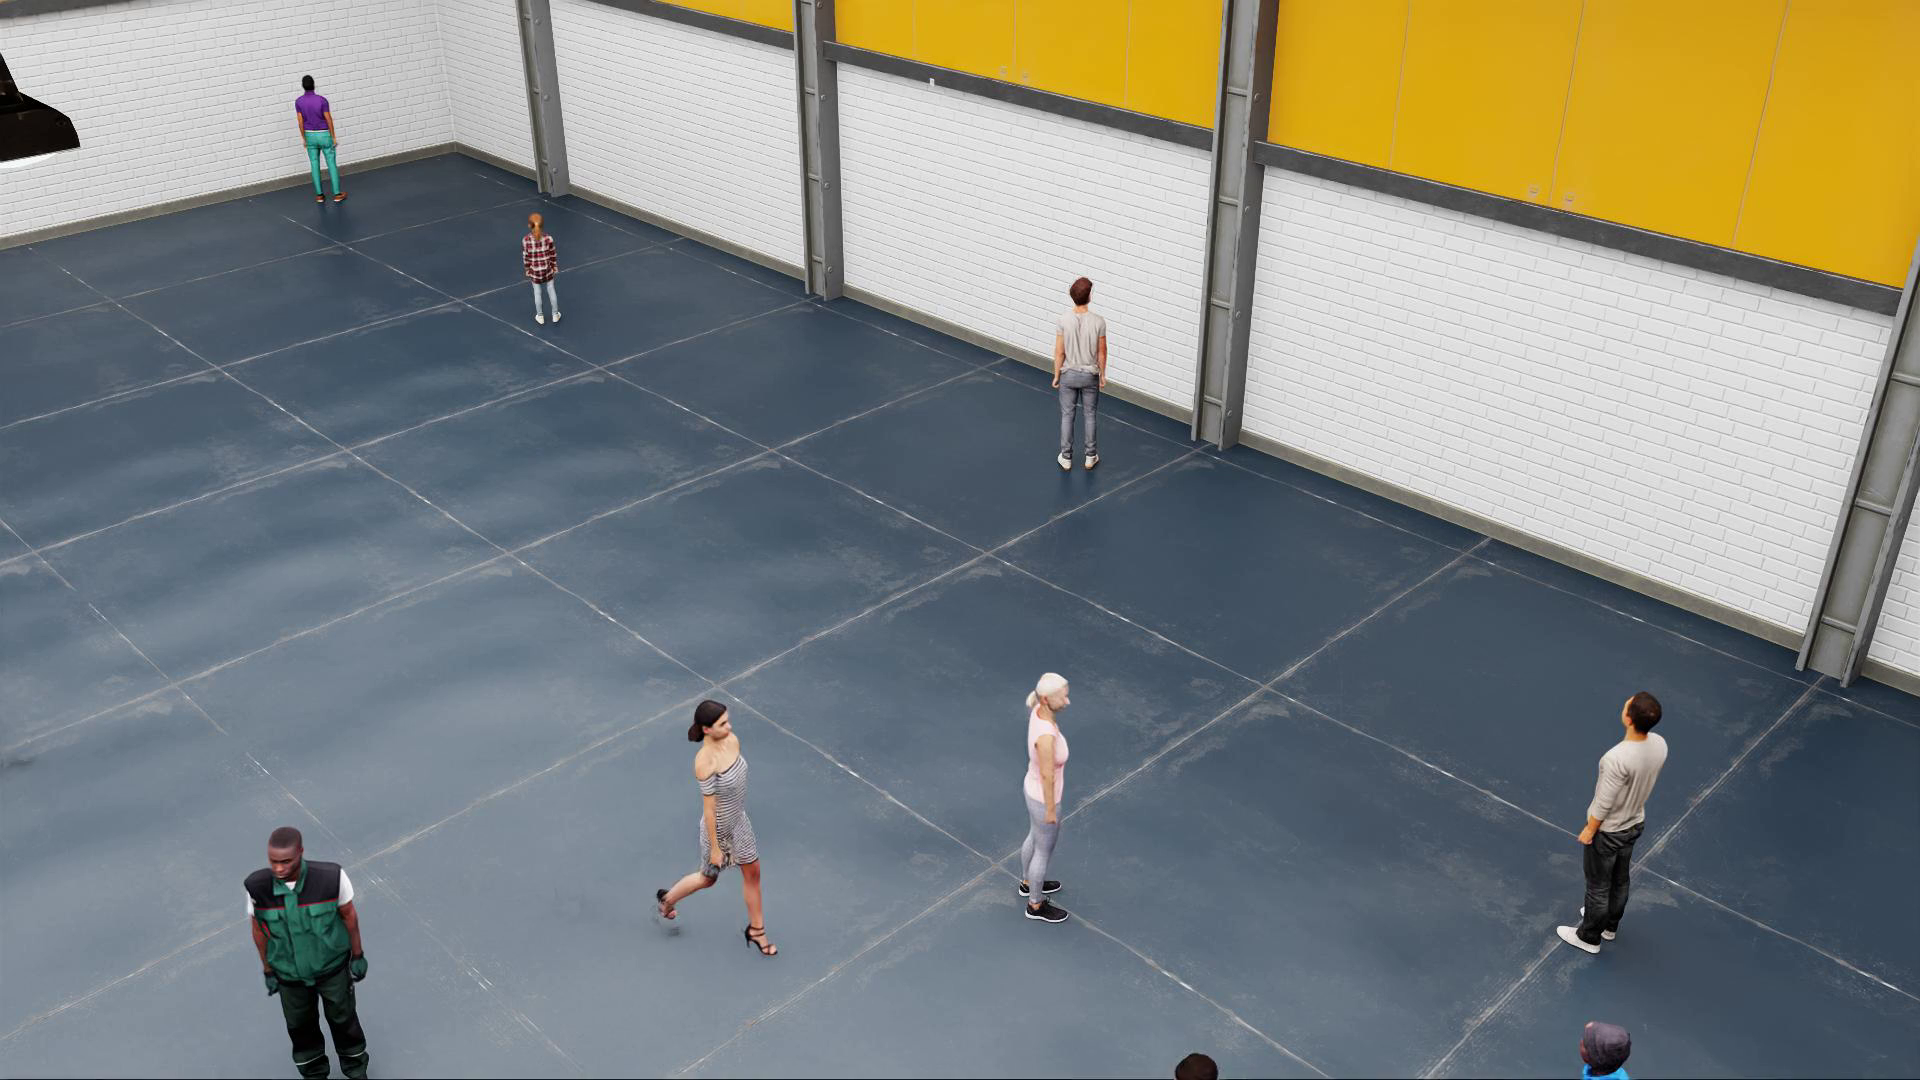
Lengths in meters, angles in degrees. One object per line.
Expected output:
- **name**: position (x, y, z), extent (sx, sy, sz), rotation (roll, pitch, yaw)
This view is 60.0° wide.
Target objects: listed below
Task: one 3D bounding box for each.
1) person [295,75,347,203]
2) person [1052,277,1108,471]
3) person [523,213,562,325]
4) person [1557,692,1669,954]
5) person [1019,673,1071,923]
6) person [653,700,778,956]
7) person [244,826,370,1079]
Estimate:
- **person**: position (-9.060, -5.670, 23.487), extent (0.713, 1.768, 0.750), rotation (-3, 29, -6)
- **person**: position (1.137, -1.575, 15.851), extent (0.720, 1.893, 0.785), rotation (0, 29, 0)
- **person**: position (-4.883, -3.170, 19.388), extent (0.618, 1.306, 0.643), rotation (-9, 30, -16)
- **person**: position (3.941, 1.688, 9.951), extent (0.689, 1.812, 0.614), rotation (-18, 33, -29)
- **person**: position (0.513, 1.564, 10.274), extent (0.694, 1.722, 0.619), rotation (-2, 29, -4)
- **person**: position (-1.496, 1.724, 9.907), extent (1.149, 1.792, 0.894), rotation (11, 30, 19)
- **person**: position (-3.463, 2.255, 8.885), extent (0.788, 1.839, 0.800), rotation (-6, 29, -11)
